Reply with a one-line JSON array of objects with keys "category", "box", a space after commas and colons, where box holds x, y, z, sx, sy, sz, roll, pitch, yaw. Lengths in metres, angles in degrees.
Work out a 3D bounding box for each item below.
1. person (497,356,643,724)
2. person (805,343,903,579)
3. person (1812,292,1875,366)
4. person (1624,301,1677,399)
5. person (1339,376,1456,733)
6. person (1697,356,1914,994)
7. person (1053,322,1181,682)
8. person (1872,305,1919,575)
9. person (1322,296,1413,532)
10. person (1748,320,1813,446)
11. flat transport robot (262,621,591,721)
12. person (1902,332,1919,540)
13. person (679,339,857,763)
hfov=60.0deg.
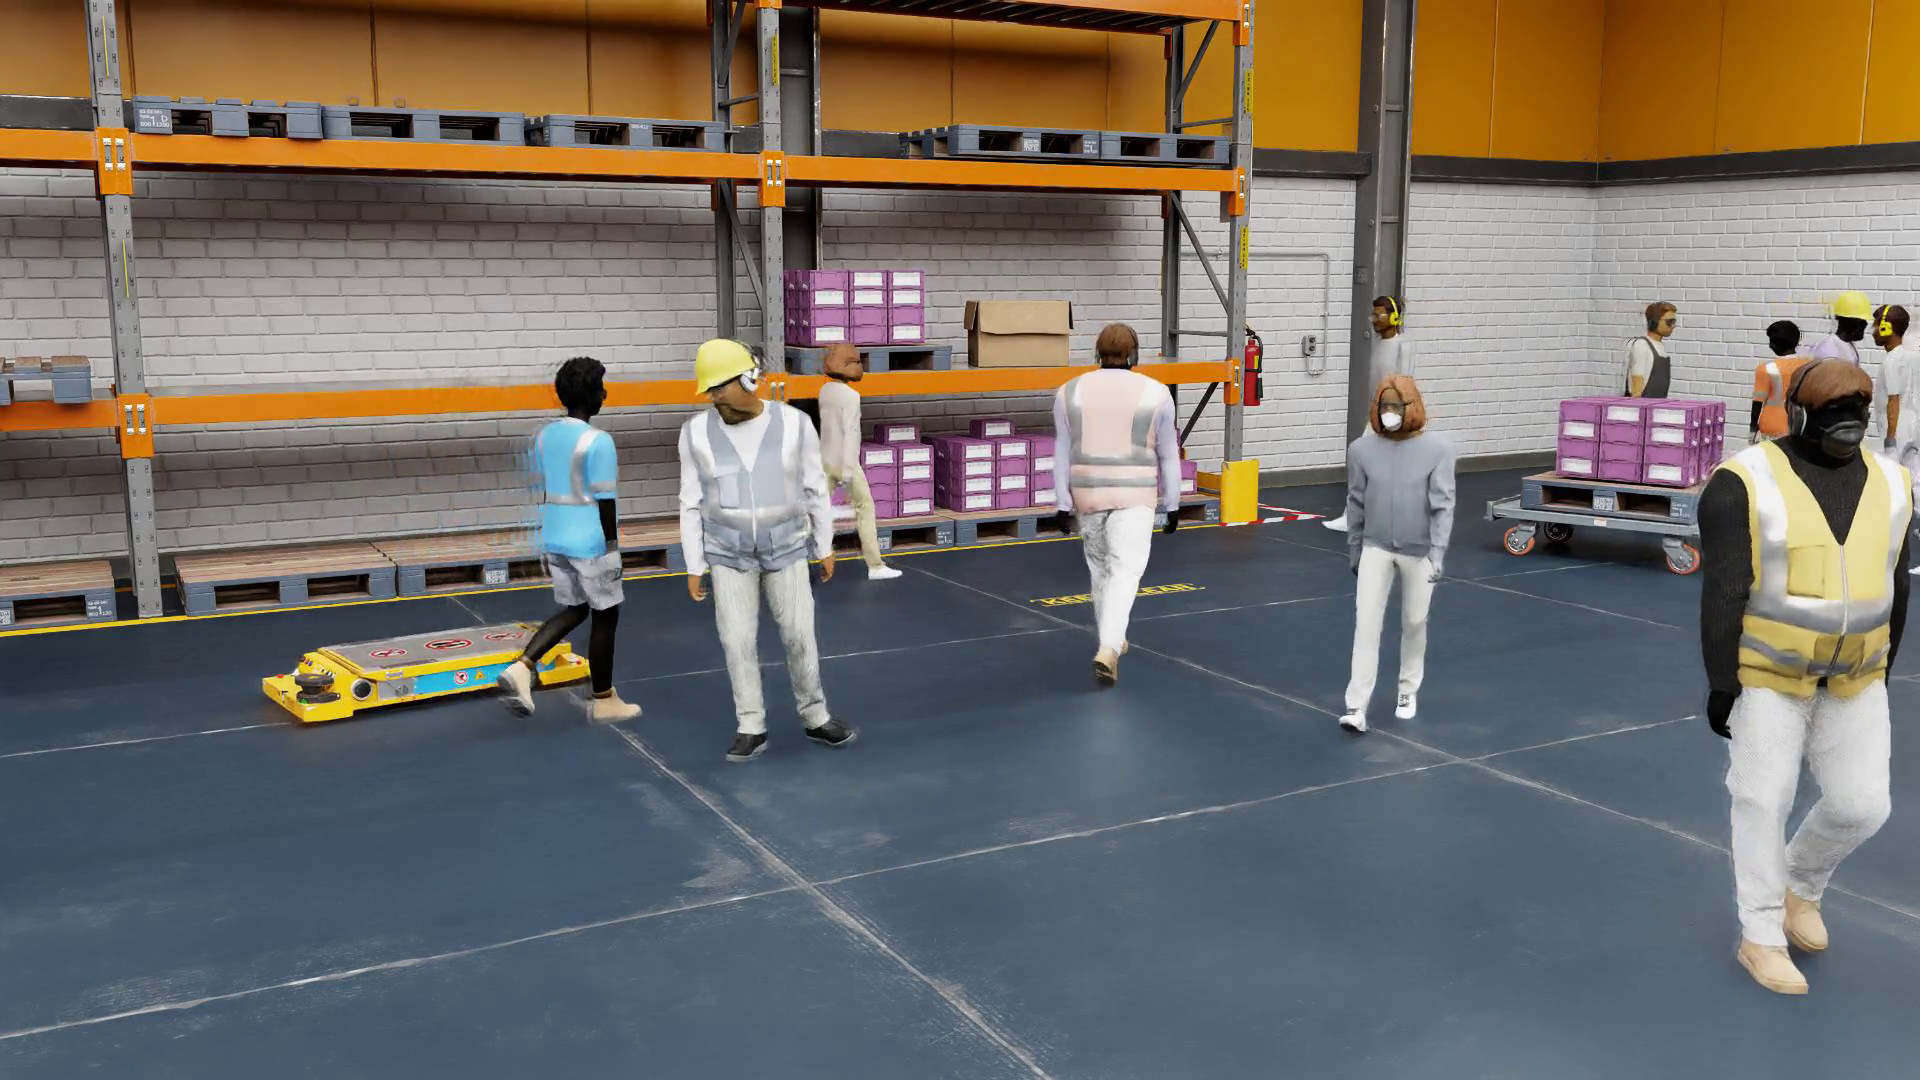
[{"category": "person", "box": [-1.746, 0.026, 7.427, 0.565, 1.685, 0.540, -9, 13, -44]}, {"category": "person", "box": [-0.821, -0.496, 10.865, 0.881, 1.586, 0.507, -6, 11, -34]}, {"category": "person", "box": [6.423, -0.829, 11.974, 0.879, 1.885, 0.605, 9, 13, 43]}, {"category": "person", "box": [5.338, -0.983, 13.173, 0.537, 1.819, 0.799, -9, 13, -43]}, {"category": "person", "box": [1.936, 0.073, 7.407, 0.503, 1.588, 0.830, 4, 10, 25]}, {"category": "person", "box": [2.417, 0.386, 4.780, 0.630, 1.824, 0.431, 0, 9, 1]}, {"category": "person", "box": [0.789, -0.205, 8.459, 0.637, 1.806, 0.931, 3, 10, 18]}, {"category": "person", "box": [6.305, -0.670, 11.285, 0.563, 1.820, 1.013, -8, 12, -39]}, {"category": "person", "box": [3.174, -0.943, 12.810, 0.822, 1.842, 0.555, -4, 10, -22]}, {"category": "person", "box": [6.261, -0.831, 12.634, 0.549, 1.673, 0.376, 0, 9, 0]}, {"category": "flat transport robot", "box": [-2.568, 0.614, 8.113, 1.431, 0.197, 0.652, -7, 12, -37]}, {"category": "person", "box": [7.311, -0.897, 12.439, 0.653, 1.882, 0.785, 1, 9, 9]}, {"category": "person", "box": [-0.822, 0.053, 6.945, 0.691, 1.785, 0.452, -1, 9, -7]}]
